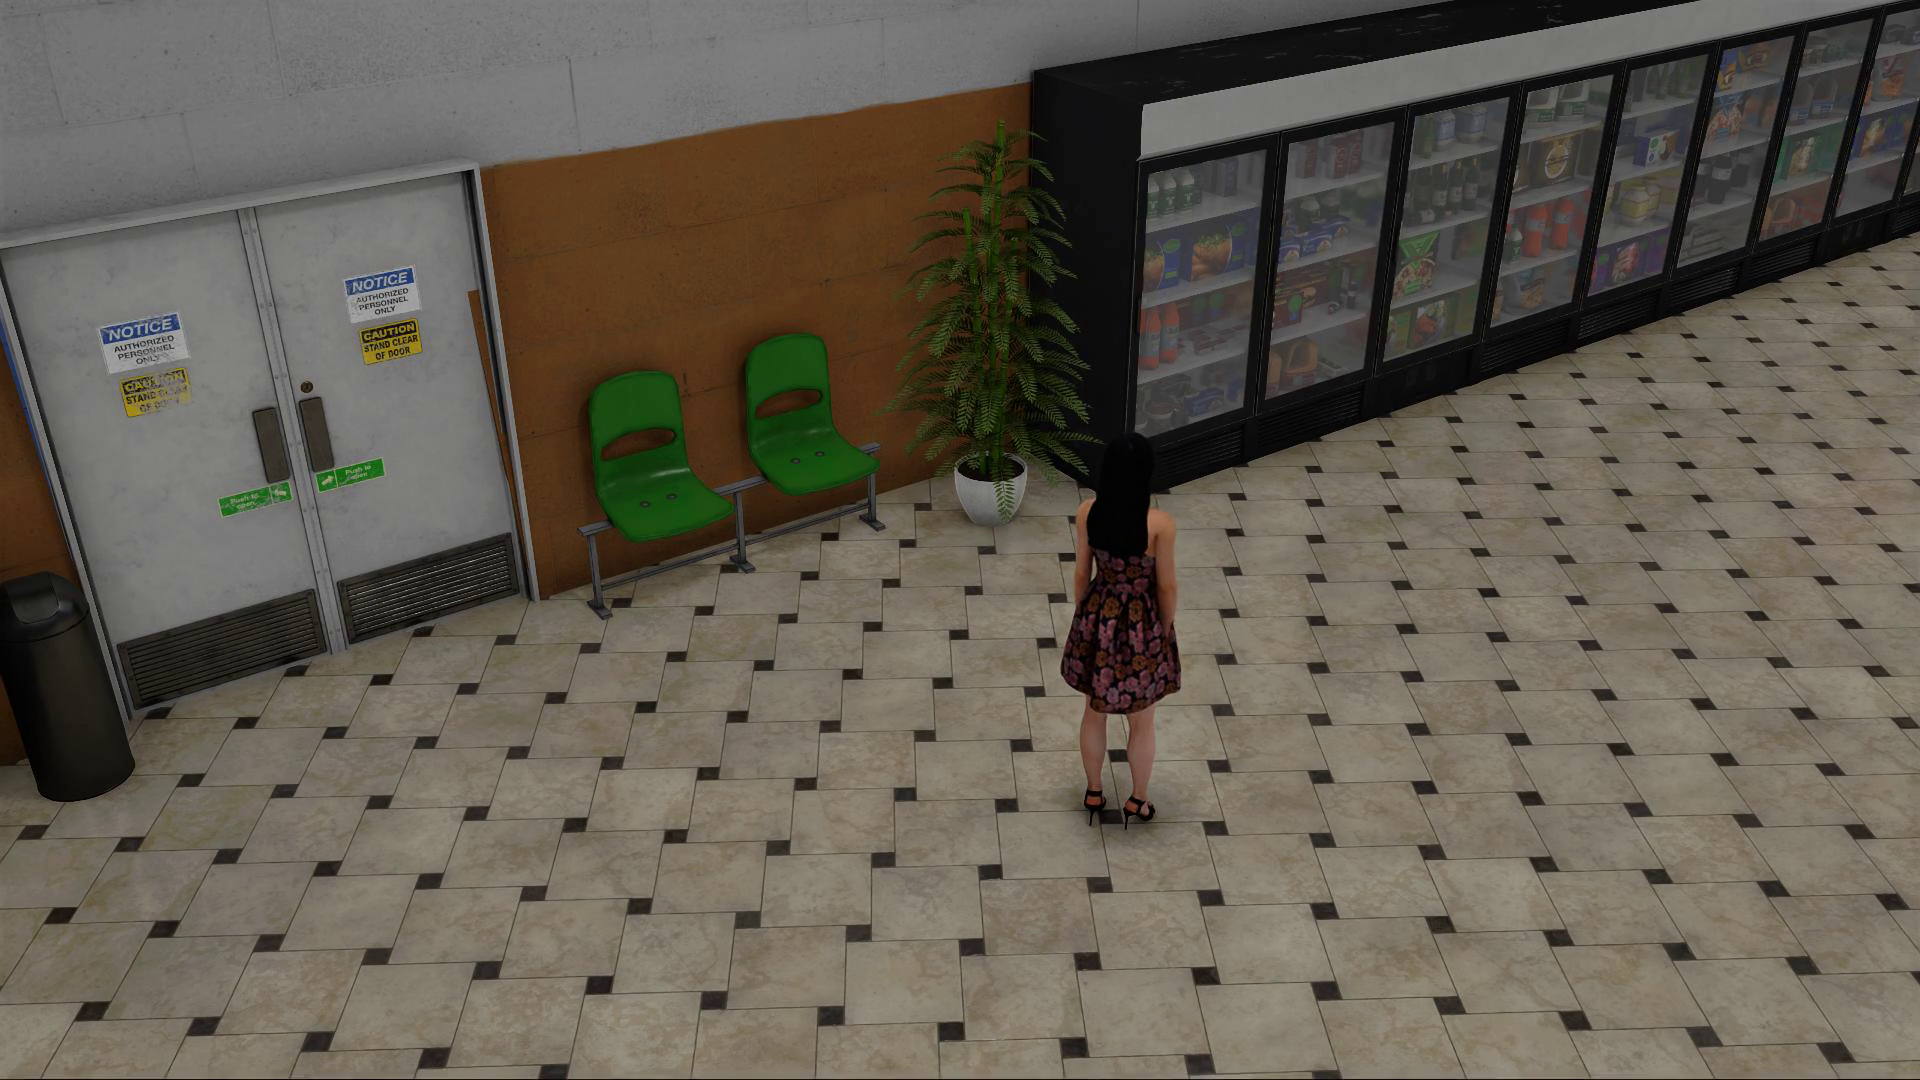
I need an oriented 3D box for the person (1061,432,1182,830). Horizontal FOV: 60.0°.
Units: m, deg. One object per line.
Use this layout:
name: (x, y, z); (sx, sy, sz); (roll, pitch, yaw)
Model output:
person: (0.645, 0.384, 6.629); (0.778, 1.773, 0.857); (11, 31, 20)
